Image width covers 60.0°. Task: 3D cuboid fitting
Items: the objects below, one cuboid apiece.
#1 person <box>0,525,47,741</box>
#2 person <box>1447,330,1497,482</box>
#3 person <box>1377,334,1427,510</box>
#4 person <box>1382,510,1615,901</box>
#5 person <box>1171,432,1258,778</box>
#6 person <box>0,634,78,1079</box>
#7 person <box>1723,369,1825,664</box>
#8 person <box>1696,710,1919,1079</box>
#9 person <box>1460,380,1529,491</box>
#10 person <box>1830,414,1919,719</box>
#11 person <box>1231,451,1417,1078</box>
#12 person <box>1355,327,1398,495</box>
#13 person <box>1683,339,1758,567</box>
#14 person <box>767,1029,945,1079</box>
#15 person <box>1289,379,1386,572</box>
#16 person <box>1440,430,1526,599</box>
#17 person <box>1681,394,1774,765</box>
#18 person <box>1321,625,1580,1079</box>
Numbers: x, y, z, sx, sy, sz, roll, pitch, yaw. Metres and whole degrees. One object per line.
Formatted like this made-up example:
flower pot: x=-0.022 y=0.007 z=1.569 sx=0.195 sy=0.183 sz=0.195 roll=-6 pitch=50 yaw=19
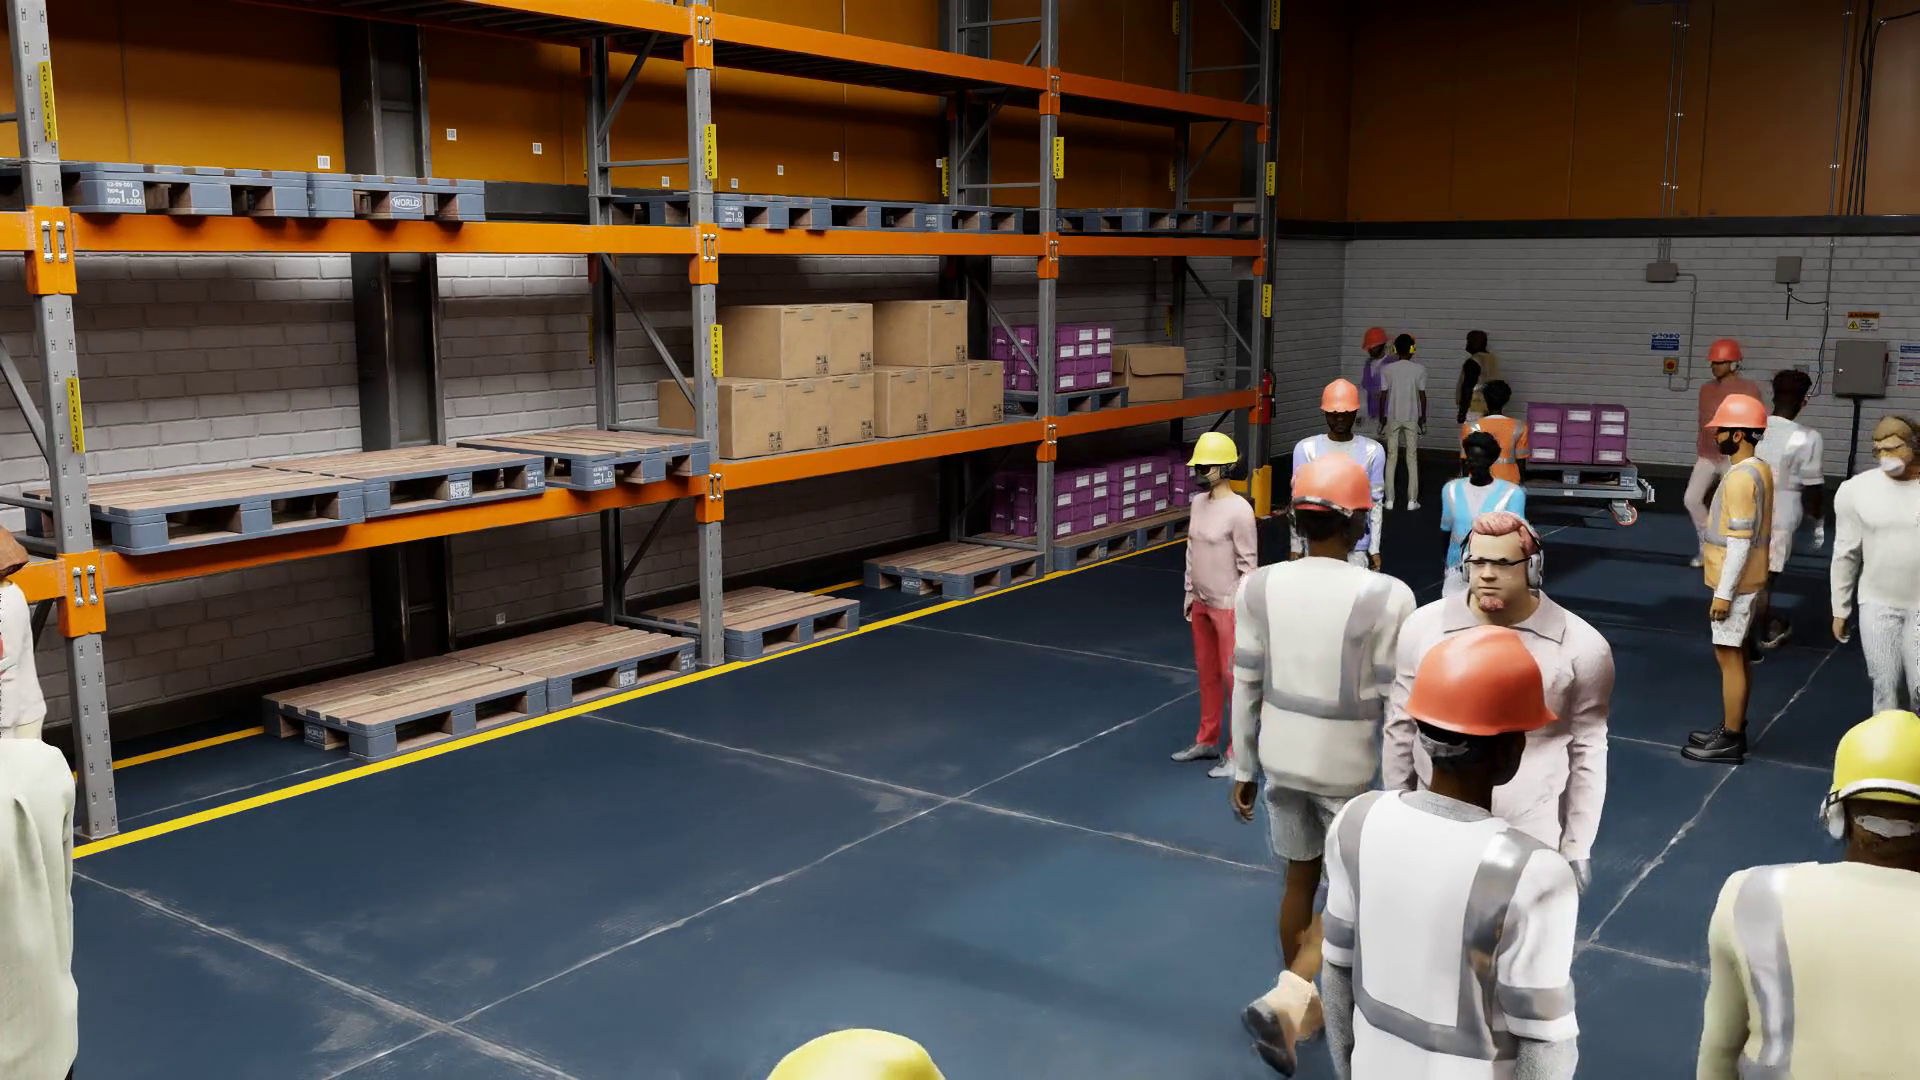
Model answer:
person: x=-3.758 y=0.723 z=6.565 sx=0.270 sy=1.627 sz=0.499 roll=-6 pitch=11 yaw=-33
person: x=6.039 y=-1.542 z=19.455 sx=0.516 sy=1.824 sz=0.637 roll=7 pitch=12 yaw=36
person: x=4.673 y=-1.242 z=17.567 sx=0.517 sy=1.865 sz=0.327 roll=3 pitch=10 yaw=17
person: x=1.559 y=0.857 z=4.933 sx=0.642 sy=1.908 sz=0.407 roll=5 pitch=11 yaw=28
person: x=1.301 y=0.329 z=8.497 sx=0.329 sy=1.767 sz=0.529 roll=-4 pitch=11 yaw=-25
person: x=-2.005 y=1.072 z=3.387 sx=0.375 sy=1.997 sz=0.611 roll=0 pitch=10 yaw=-1
person: x=5.389 y=-0.154 z=10.913 sx=0.949 sy=1.918 sz=0.623 roll=-6 pitch=11 yaw=-33
person: x=1.692 y=1.220 z=3.133 sx=0.606 sy=1.791 sz=0.858 roll=6 pitch=11 yaw=32
person: x=4.197 y=-0.411 z=13.113 sx=0.535 sy=1.697 sz=0.318 roll=0 pitch=10 yaw=3
person: x=4.559 y=0.333 z=8.064 sx=0.657 sy=1.905 sz=0.484 roll=7 pitch=12 yaw=35
person: x=1.127 y=0.733 z=5.336 sx=0.622 sy=2.024 sz=0.682 roll=8 pitch=12 yaw=39
person: x=4.653 y=-1.402 z=18.417 sx=0.550 sy=1.891 sz=0.683 roll=-4 pitch=10 yaw=-22
person: x=6.413 y=-0.699 z=14.007 sx=0.464 sy=1.977 sz=0.621 roll=-4 pitch=10 yaw=-24
person: x=-0.155 y=1.411 z=1.877 sx=0.475 sy=1.819 sz=0.617 roll=5 pitch=11 yaw=28
person: x=2.230 y=0.015 z=9.857 sx=0.551 sy=1.936 sz=0.356 roll=1 pitch=10 yaw=6
person: x=3.066 y=0.170 z=9.811 sx=0.532 sy=1.641 sz=0.912 roll=7 pitch=12 yaw=35
person: x=4.036 y=0.205 z=8.723 sx=0.357 sy=1.937 sz=0.551 roll=6 pitch=11 yaw=32
person: x=0.962 y=1.121 z=3.270 sx=0.377 sy=1.938 sz=0.547 roll=-7 pitch=12 yaw=-36
